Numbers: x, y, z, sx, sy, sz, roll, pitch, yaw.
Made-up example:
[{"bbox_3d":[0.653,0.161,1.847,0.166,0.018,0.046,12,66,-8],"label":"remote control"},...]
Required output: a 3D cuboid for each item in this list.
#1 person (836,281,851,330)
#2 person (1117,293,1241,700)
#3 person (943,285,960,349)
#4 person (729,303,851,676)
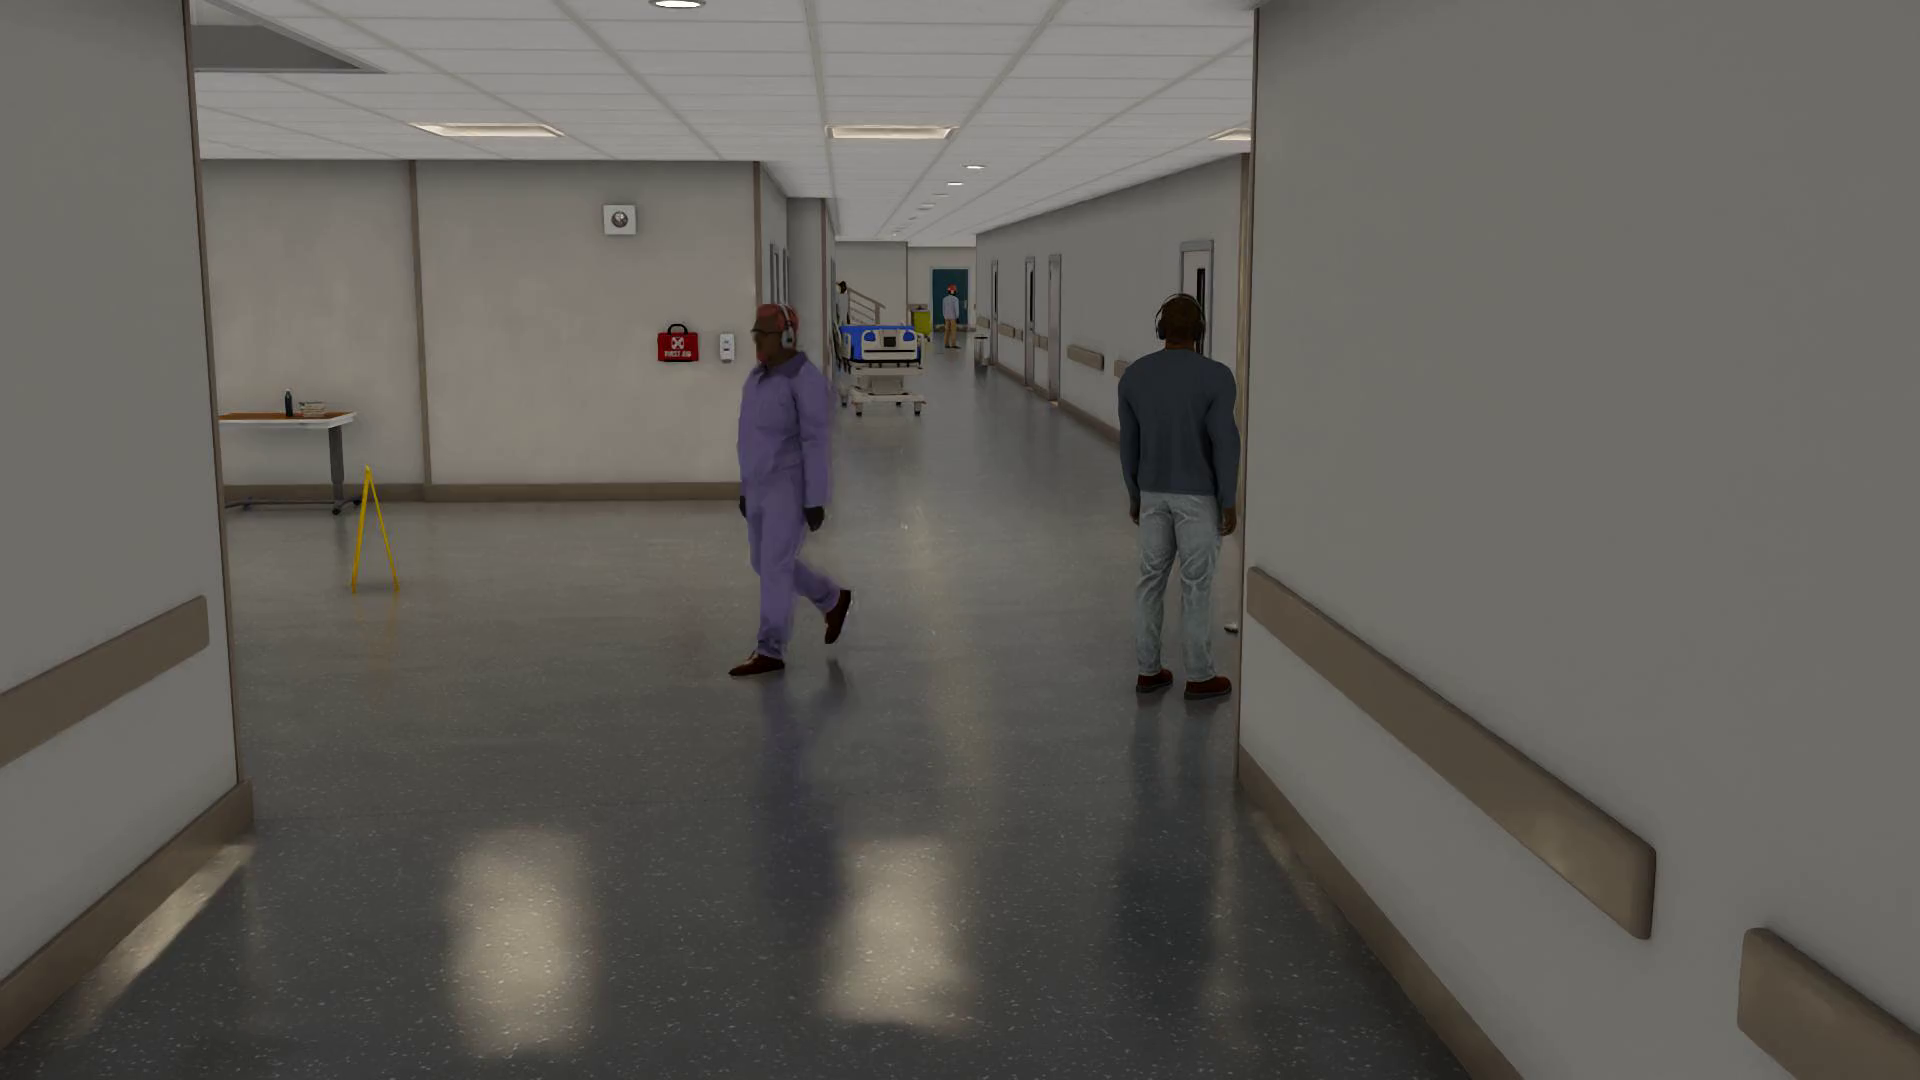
[{"bbox_3d":[-3.065,-5.811,43.374,0.329,1.874,0.518,7,12,38],"label":"person"},{"bbox_3d":[1.050,-0.204,7.960,0.631,1.940,0.372,7,11,36],"label":"person"},{"bbox_3d":[-0.225,-6.157,45.926,0.564,1.745,0.344,9,13,44],"label":"person"},{"bbox_3d":[-0.877,-0.272,8.564,0.749,1.887,0.642,-7,11,-37],"label":"person"}]
